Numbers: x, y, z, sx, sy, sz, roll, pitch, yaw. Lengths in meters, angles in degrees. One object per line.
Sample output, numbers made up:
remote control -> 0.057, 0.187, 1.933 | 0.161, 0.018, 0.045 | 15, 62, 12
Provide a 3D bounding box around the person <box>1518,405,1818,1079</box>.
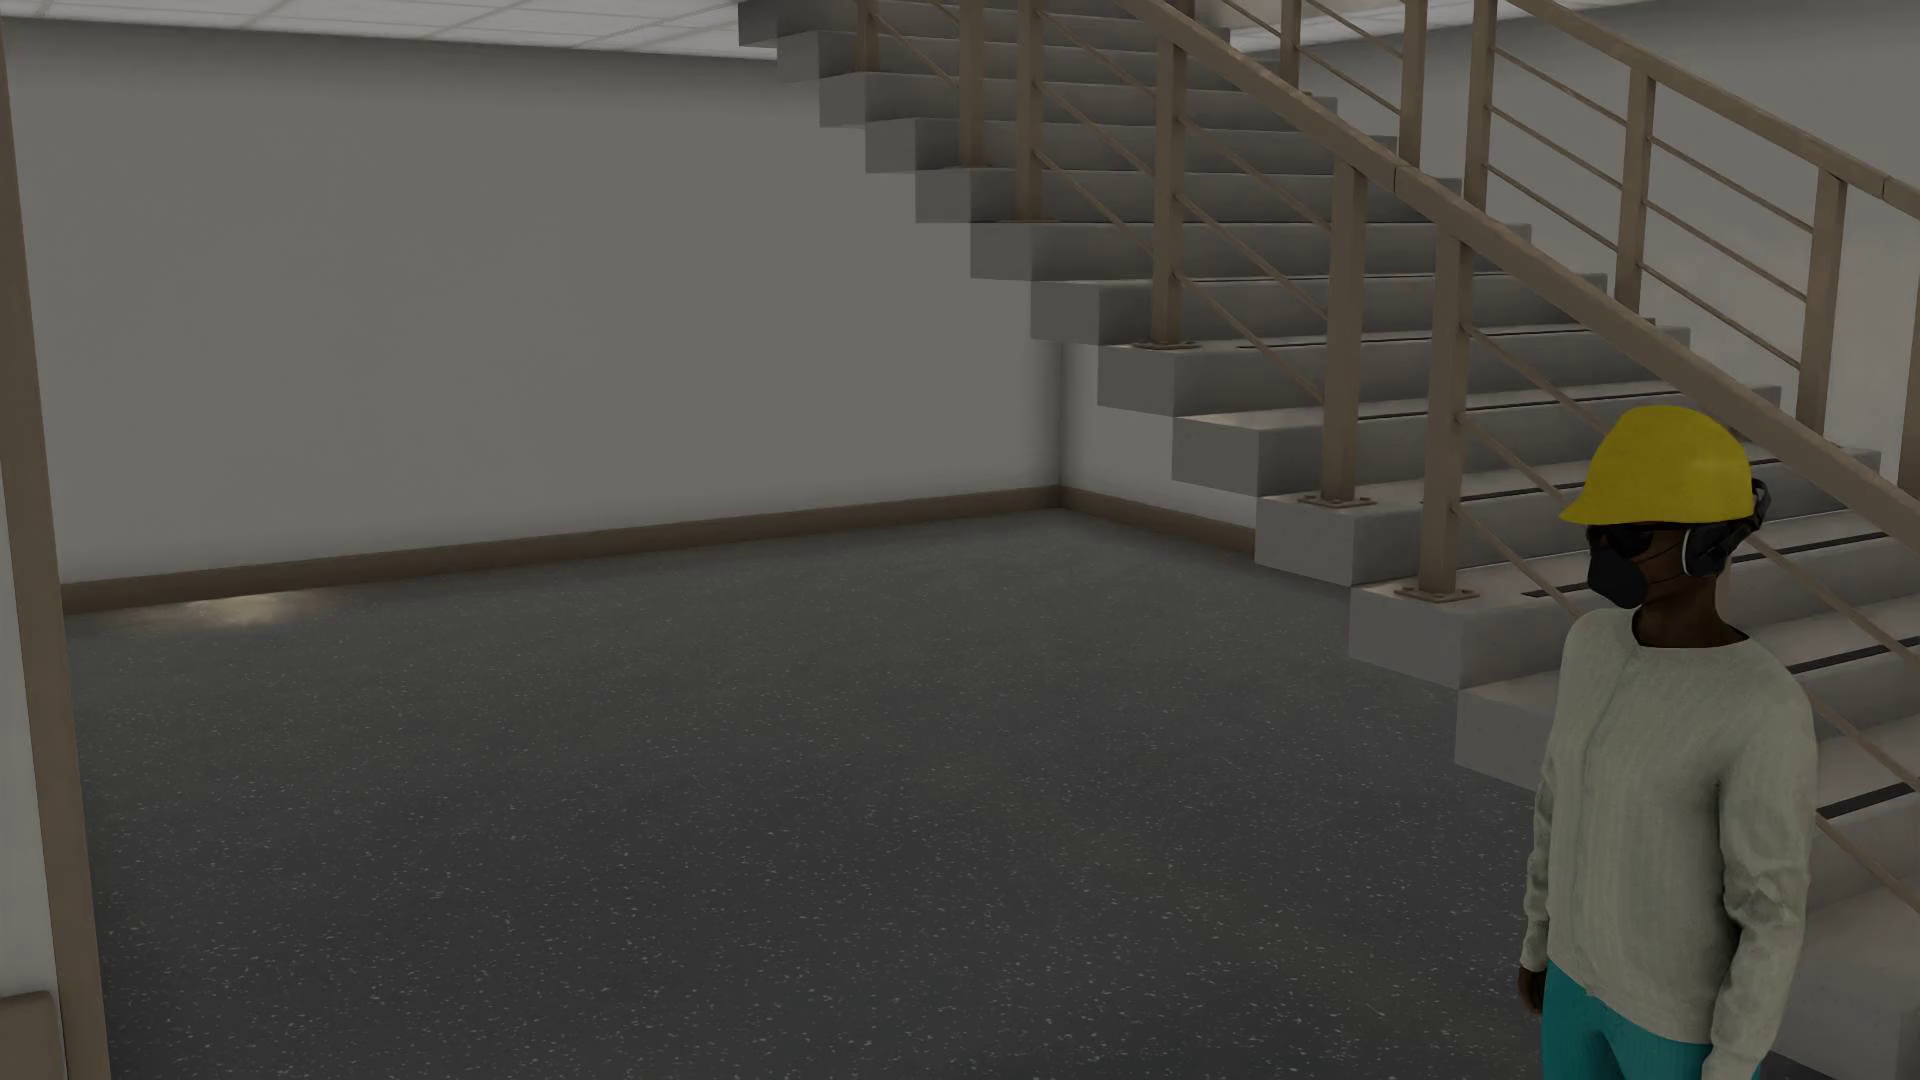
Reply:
person -> 1.008, 0.681, 2.489 | 0.315, 1.769, 0.525 | -3, 11, -15
